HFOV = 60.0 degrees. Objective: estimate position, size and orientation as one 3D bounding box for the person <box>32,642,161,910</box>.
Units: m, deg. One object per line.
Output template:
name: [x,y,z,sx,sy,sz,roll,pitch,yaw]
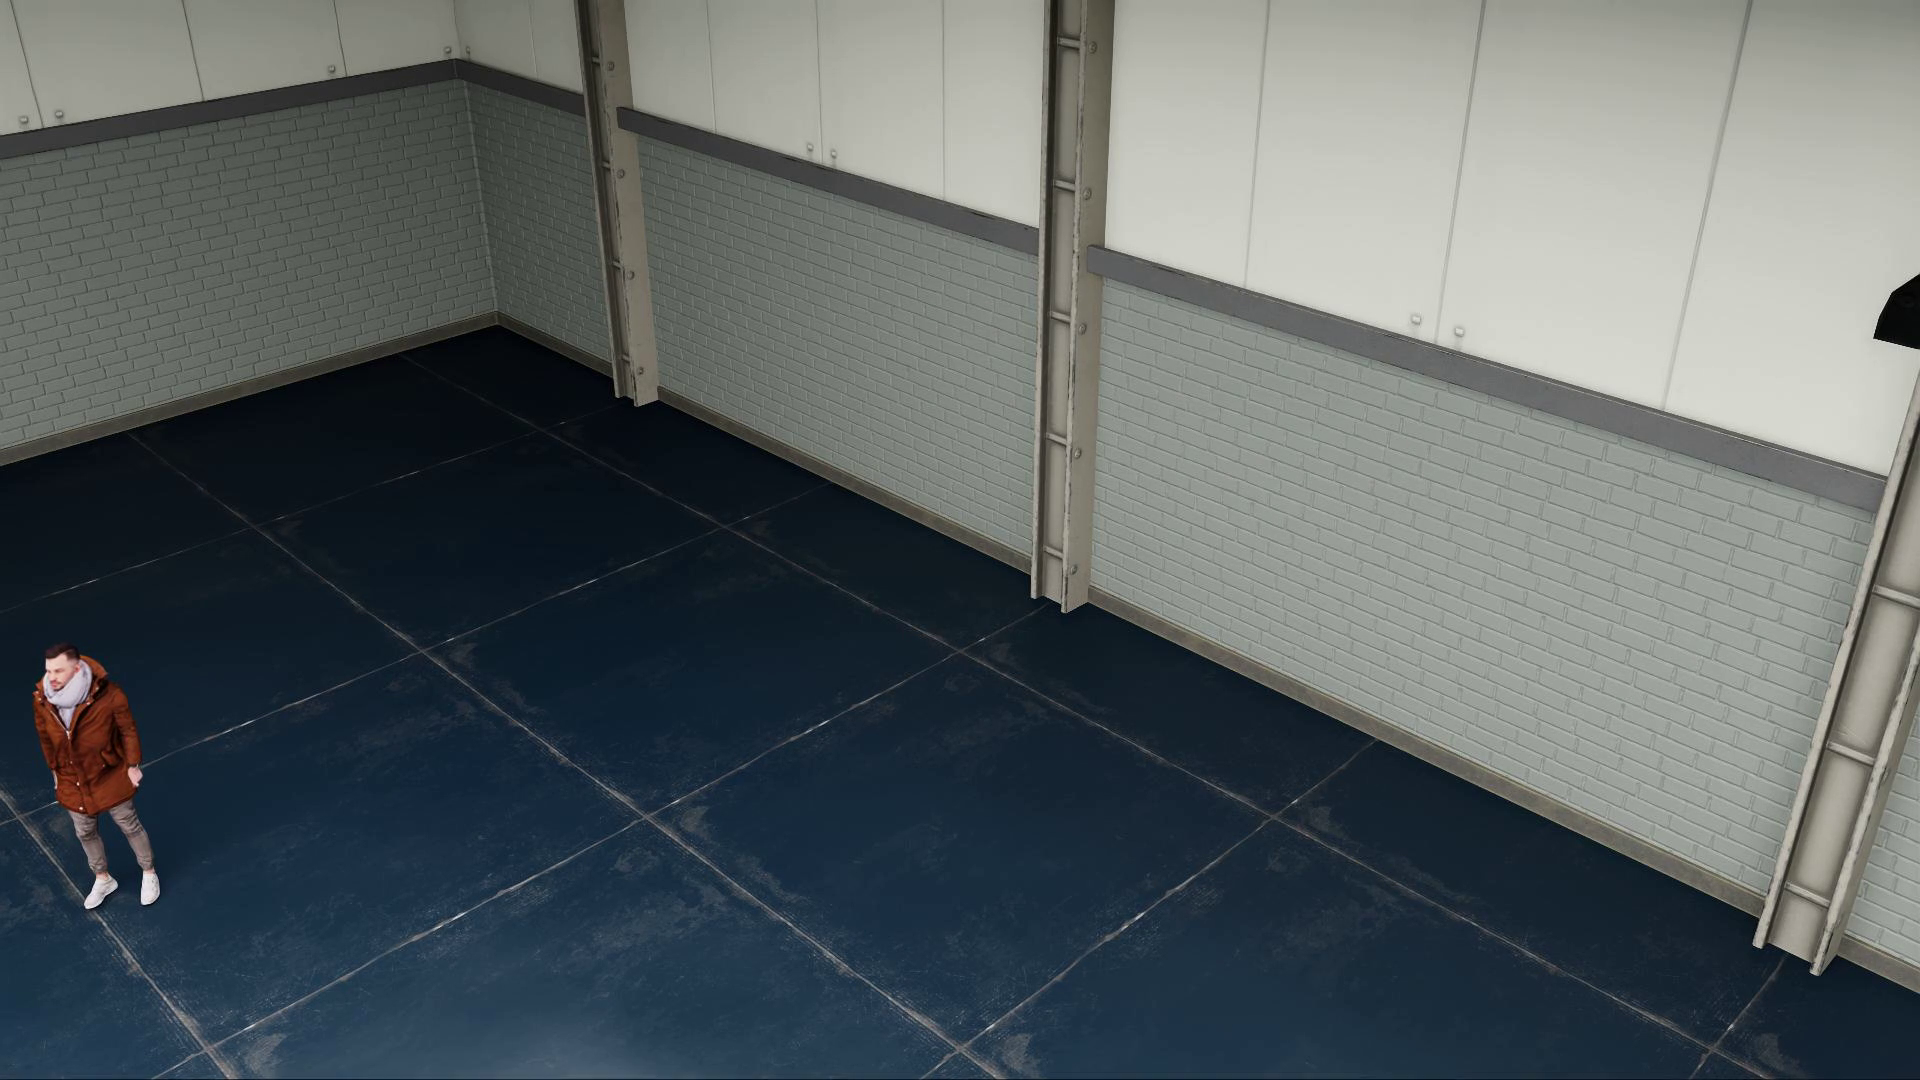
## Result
person: [-5.269,1.424,10.126,0.860,1.838,0.907,-4,28,-7]
